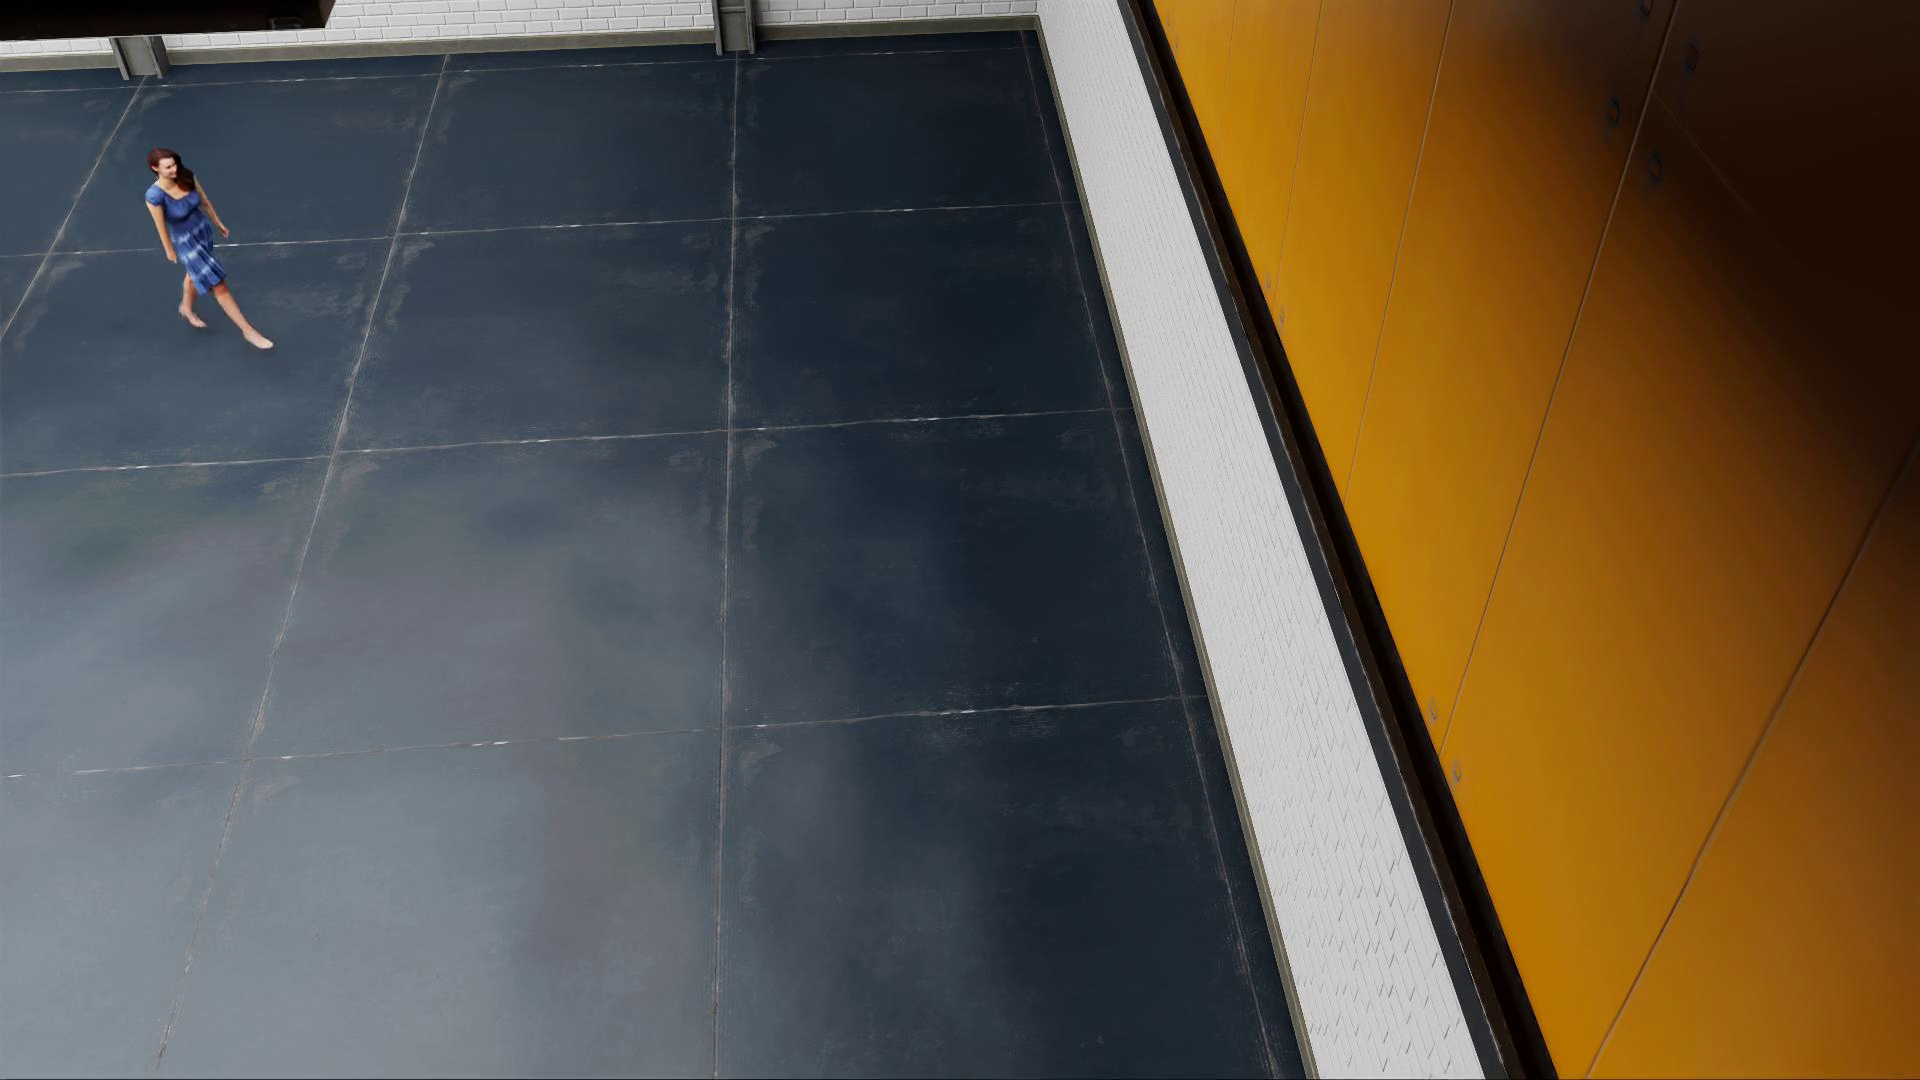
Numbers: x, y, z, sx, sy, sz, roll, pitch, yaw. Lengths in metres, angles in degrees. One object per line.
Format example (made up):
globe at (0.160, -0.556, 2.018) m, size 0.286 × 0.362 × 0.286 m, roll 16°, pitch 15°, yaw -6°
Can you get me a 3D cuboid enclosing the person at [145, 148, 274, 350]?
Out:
person at (-6.093, -2.294, 13.135) m, size 1.034 × 1.734 × 0.823 m, roll 12°, pitch 45°, yaw 13°
